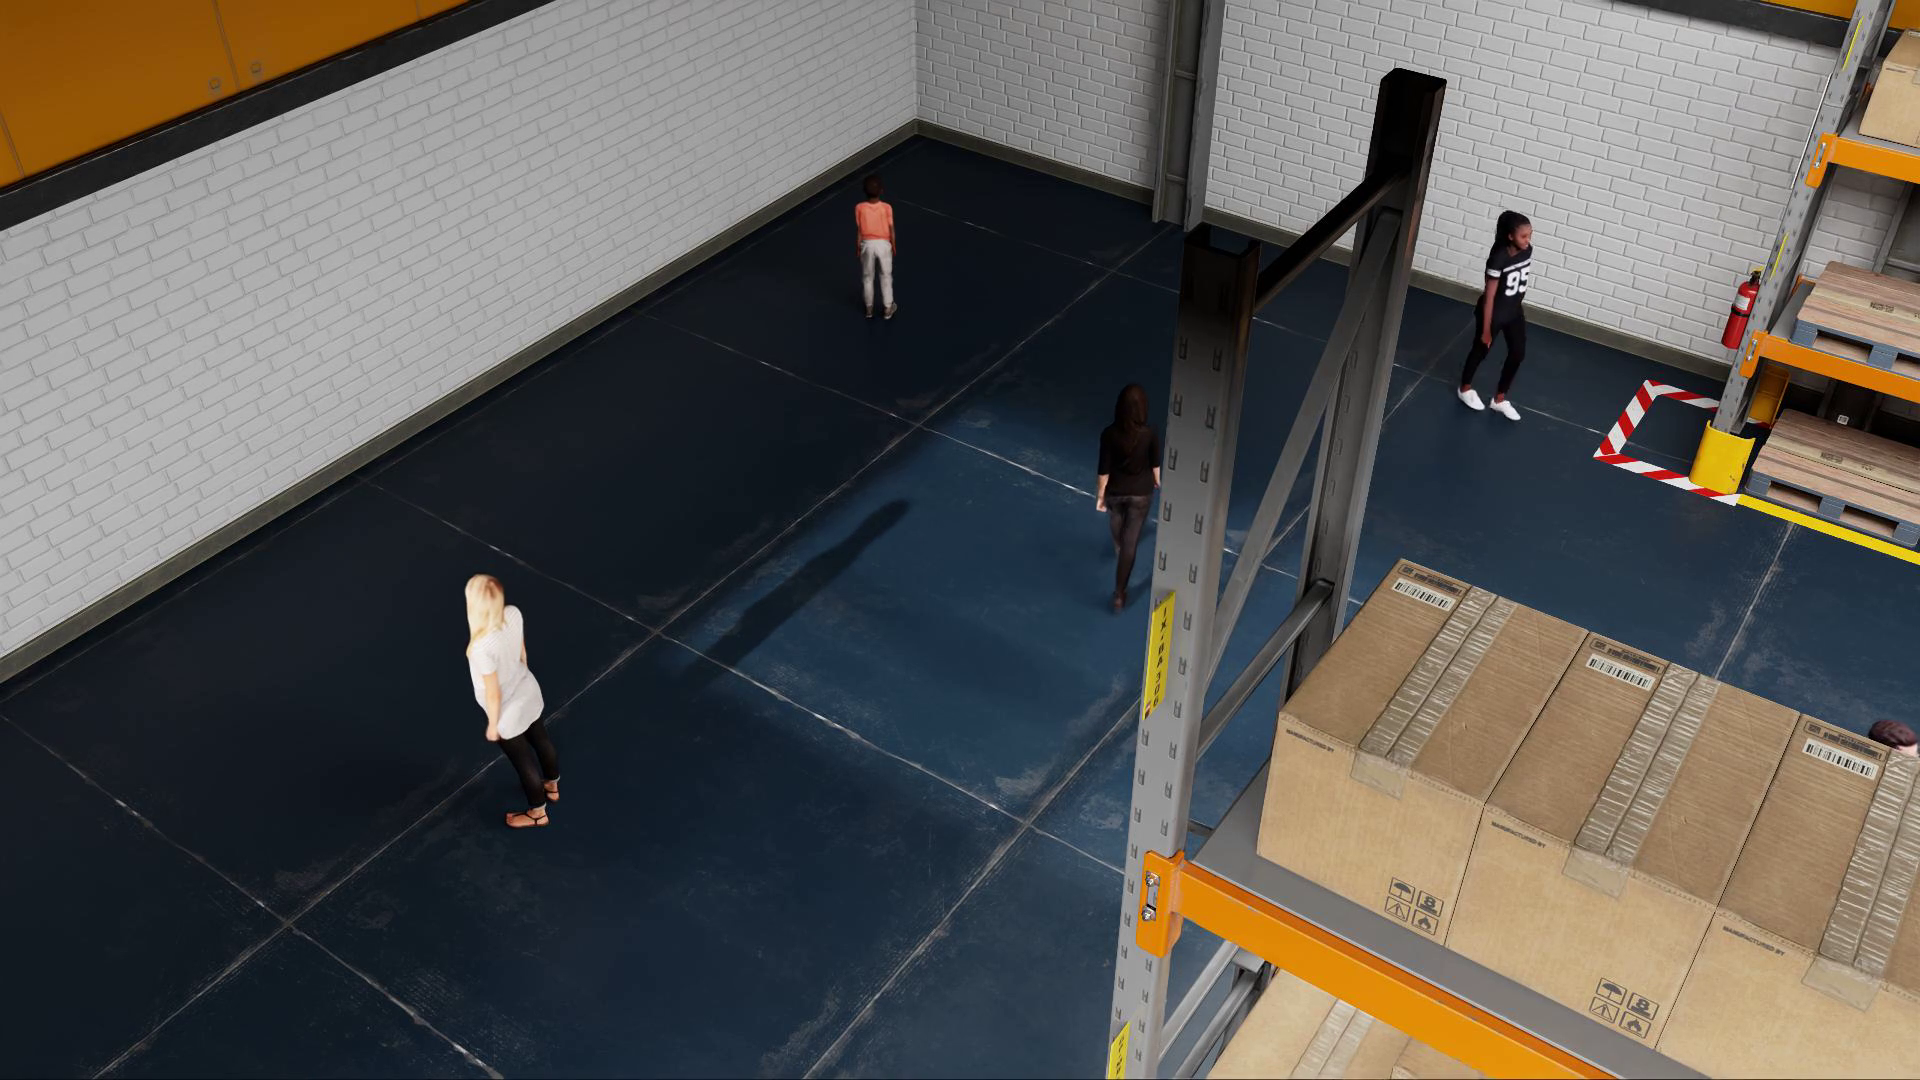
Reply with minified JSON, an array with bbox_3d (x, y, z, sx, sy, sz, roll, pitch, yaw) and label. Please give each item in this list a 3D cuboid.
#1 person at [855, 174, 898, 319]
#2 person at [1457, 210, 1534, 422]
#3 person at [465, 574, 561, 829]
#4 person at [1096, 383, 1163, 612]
[{"bbox_3d":[-0.716,-2.491,14.104,0.536,1.310,0.628,2,39,3],"label":"person"},{"bbox_3d":[4.104,-1.769,12.877,0.814,1.713,0.914,-22,43,-25],"label":"person"},{"bbox_3d":[-2.526,0.913,9.427,0.637,1.826,0.672,11,40,13],"label":"person"},{"bbox_3d":[1.117,-0.251,11.069,1.073,1.597,0.892,8,39,10],"label":"person"}]
